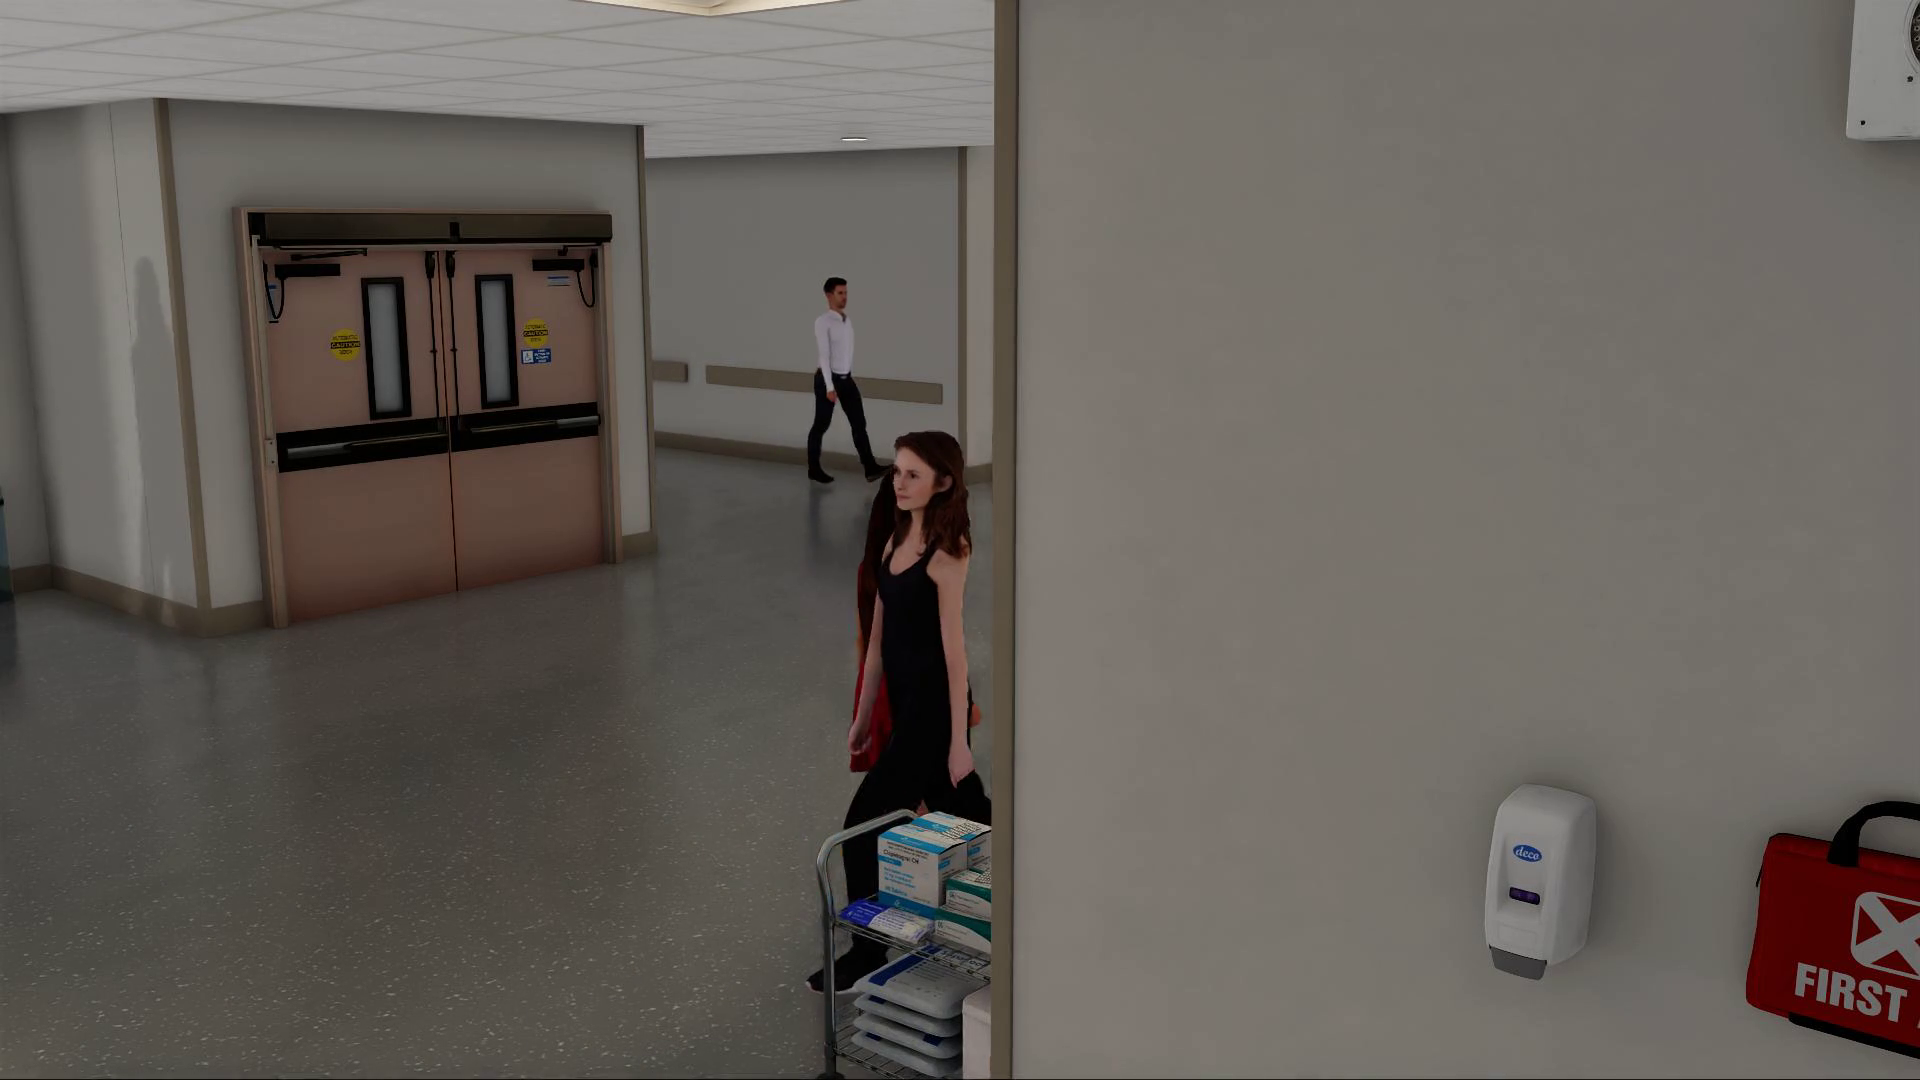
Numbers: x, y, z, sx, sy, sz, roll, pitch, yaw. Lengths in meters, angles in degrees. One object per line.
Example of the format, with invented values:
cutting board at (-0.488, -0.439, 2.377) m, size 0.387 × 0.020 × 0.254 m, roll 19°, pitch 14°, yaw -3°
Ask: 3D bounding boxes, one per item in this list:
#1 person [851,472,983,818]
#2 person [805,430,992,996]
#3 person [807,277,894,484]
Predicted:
person at (-0.202, 0.535, 5.444) m, size 0.605 × 1.546 × 0.643 m, roll 9°, pitch 14°, yaw 39°
person at (-0.014, 0.529, 5.067) m, size 1.223 × 1.700 × 0.899 m, roll -5°, pitch 12°, yaw -24°
person at (-1.191, -1.389, 14.832) m, size 0.731 × 1.828 × 1.109 m, roll 8°, pitch 13°, yaw 36°
